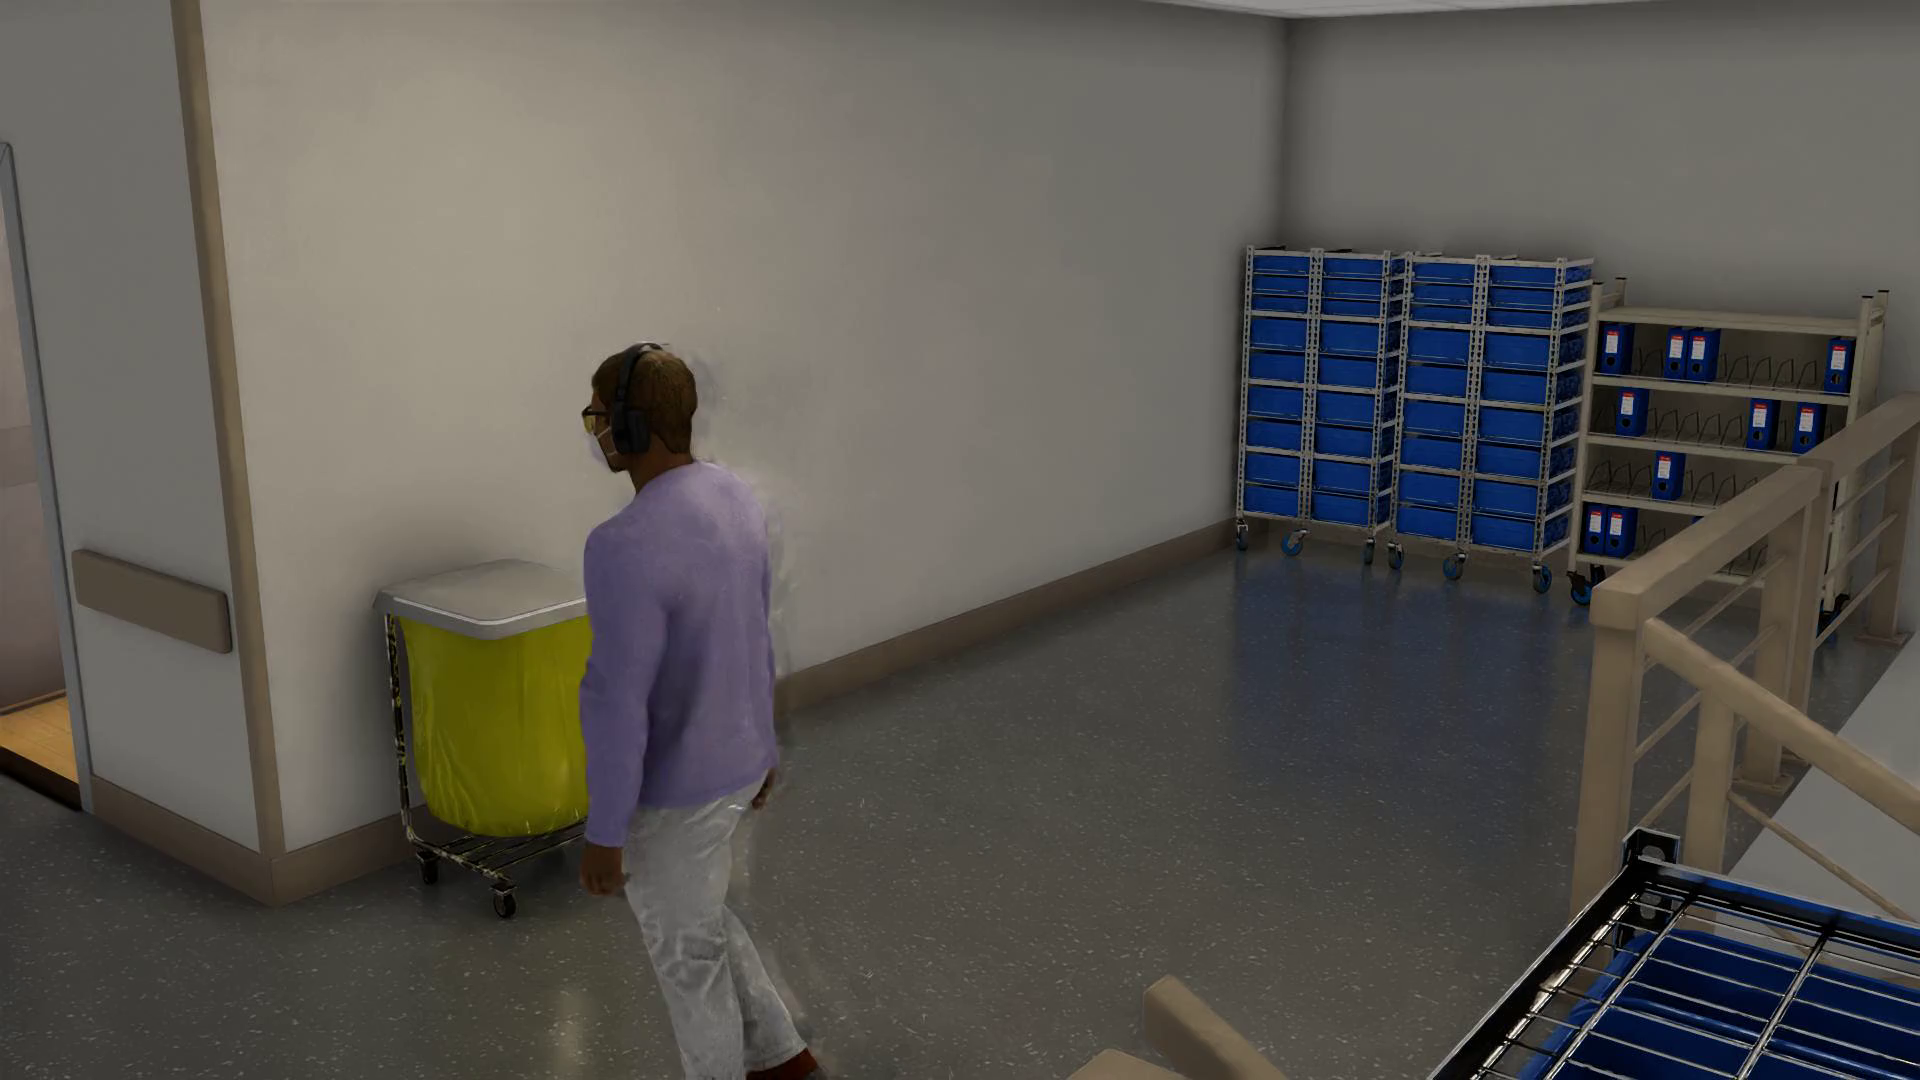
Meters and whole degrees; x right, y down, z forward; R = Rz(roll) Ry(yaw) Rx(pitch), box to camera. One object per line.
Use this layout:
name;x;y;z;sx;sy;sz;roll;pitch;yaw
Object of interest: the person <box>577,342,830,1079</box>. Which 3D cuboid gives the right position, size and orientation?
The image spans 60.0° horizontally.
person;-0.615;0.527;3.669;0.420;1.922;0.641;3;14;13
